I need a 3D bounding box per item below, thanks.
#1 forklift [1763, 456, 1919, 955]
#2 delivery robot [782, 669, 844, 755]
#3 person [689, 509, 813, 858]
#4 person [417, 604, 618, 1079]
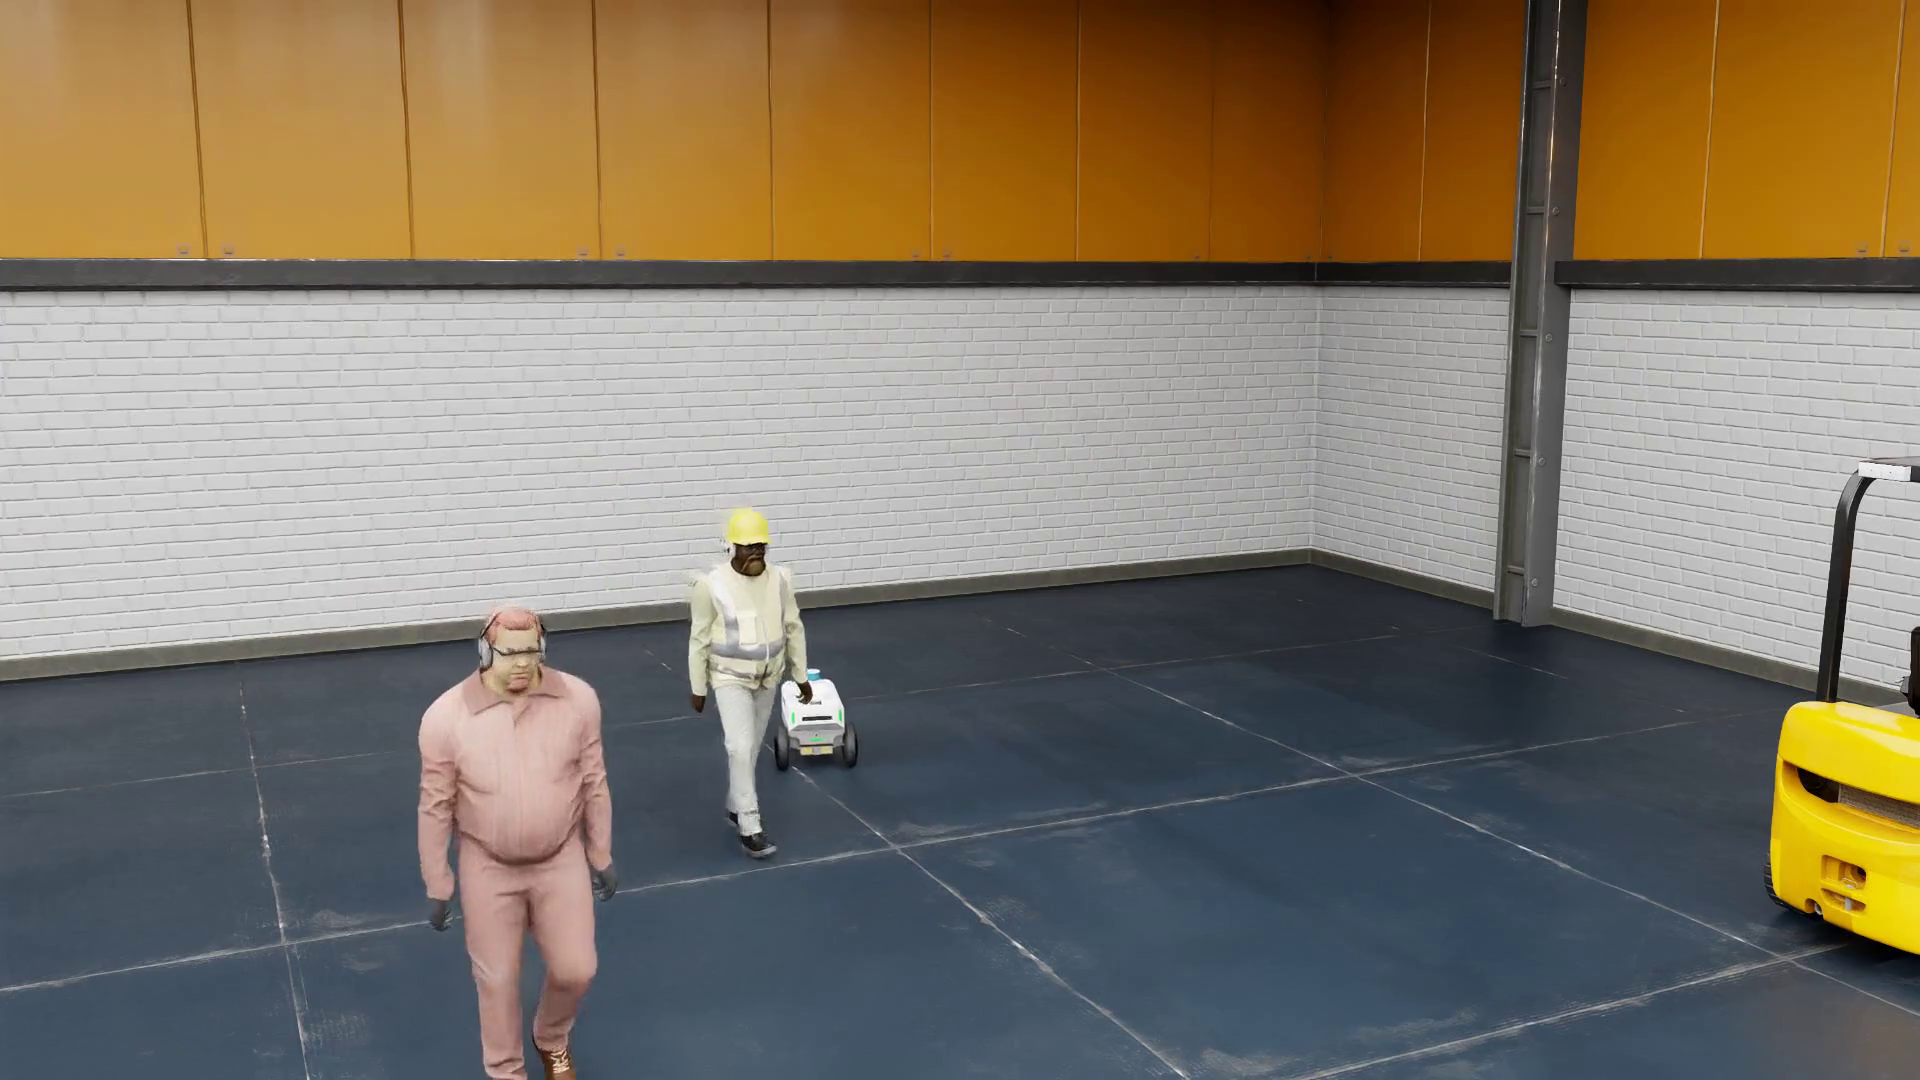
[{"bbox_3d":[4.857,0.731,7.561,2.313,2.155,1.214,-4,10,-25],"label":"forklift"},{"bbox_3d":[-0.921,1.049,10.365,0.477,0.478,0.707,-2,9,-10],"label":"delivery robot"},{"bbox_3d":[-1.058,0.734,8.737,0.608,1.798,0.801,-8,12,-40],"label":"person"},{"bbox_3d":[-1.550,1.156,5.873,0.695,1.889,0.435,-4,10,-22],"label":"person"}]
